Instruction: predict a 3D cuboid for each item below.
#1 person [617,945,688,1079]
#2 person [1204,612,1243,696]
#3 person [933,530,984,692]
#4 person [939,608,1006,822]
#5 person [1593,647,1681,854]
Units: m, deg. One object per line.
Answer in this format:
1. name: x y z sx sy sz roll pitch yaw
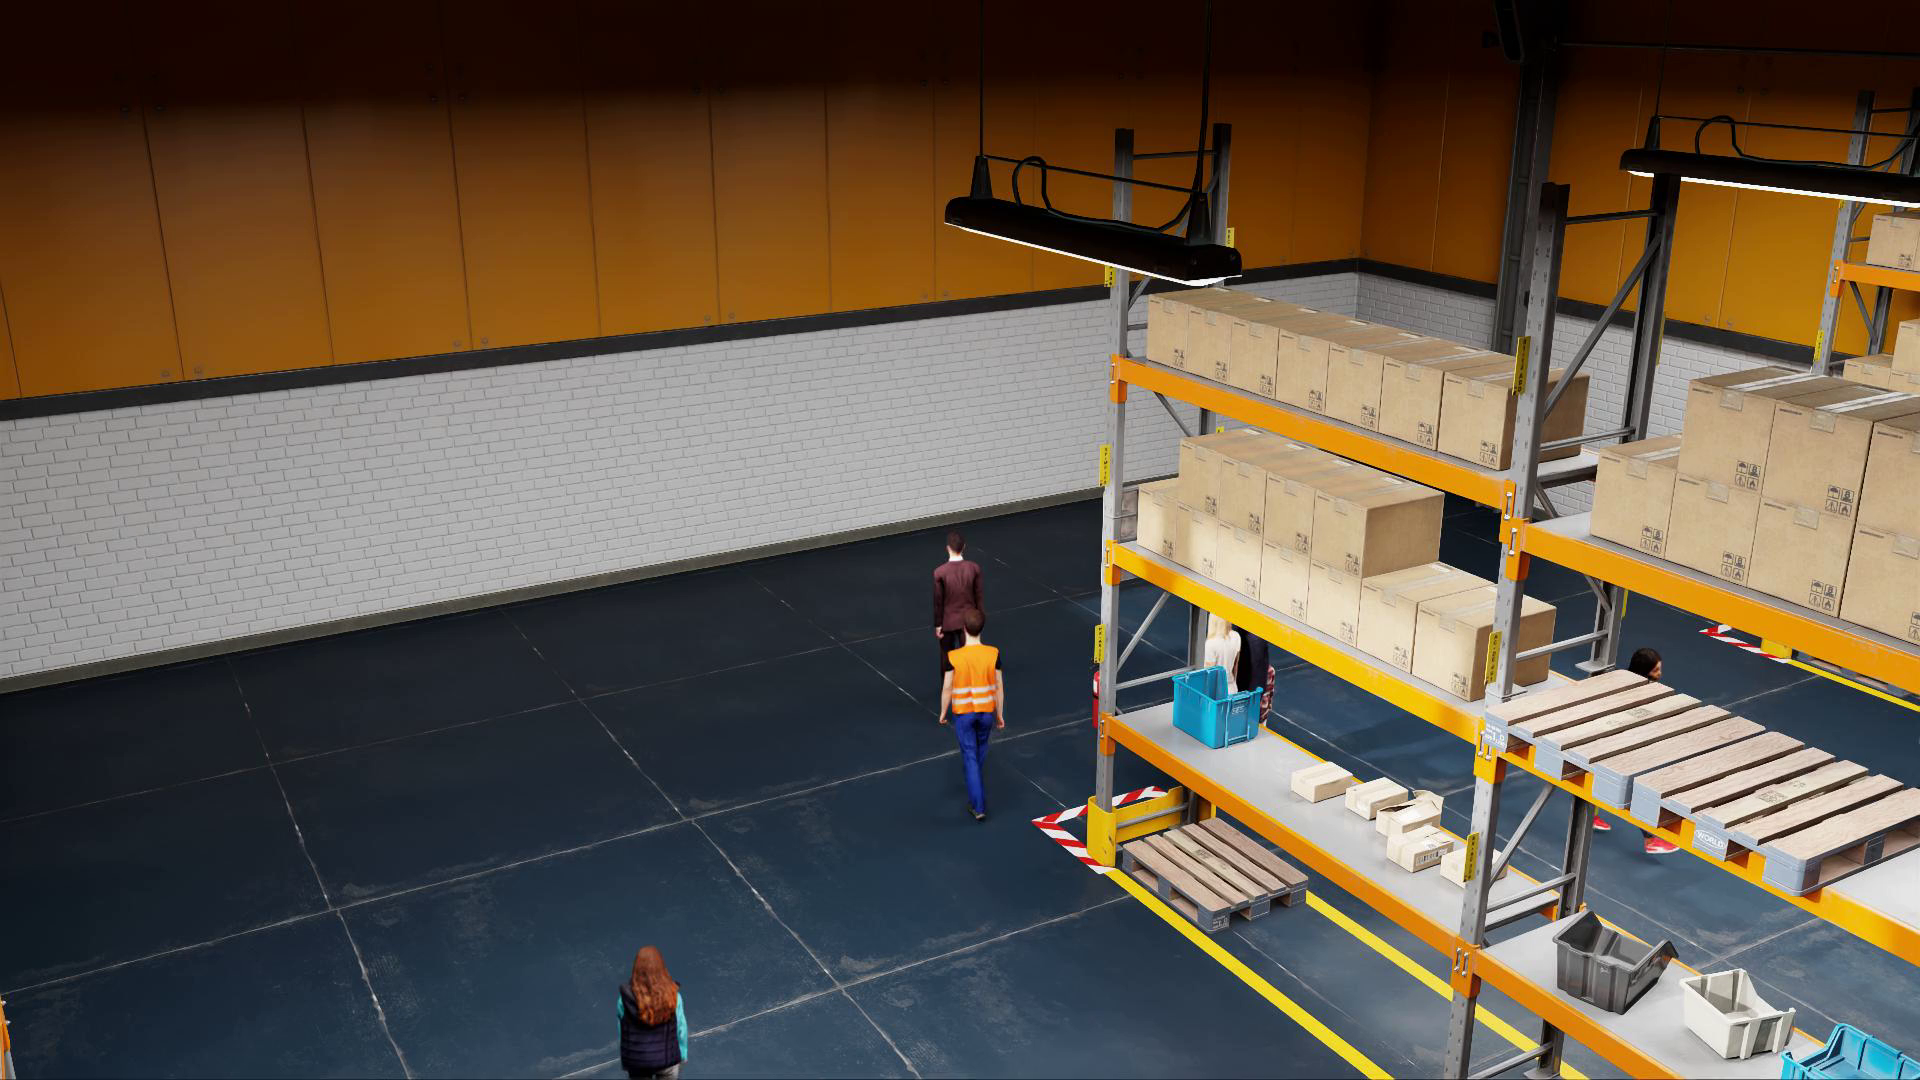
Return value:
1. person: -1.888 3.183 10.239 0.660 1.497 0.684 -2 19 -6
2. person: 2.349 1.421 14.963 0.633 1.823 0.565 -14 23 -35
3. person: 0.006 0.839 16.663 0.988 1.841 1.270 -2 19 -6
4. person: 0.143 1.557 14.505 0.878 1.858 1.155 -5 19 -15
5. person: 5.589 1.726 14.149 1.248 1.764 0.921 15 24 38
